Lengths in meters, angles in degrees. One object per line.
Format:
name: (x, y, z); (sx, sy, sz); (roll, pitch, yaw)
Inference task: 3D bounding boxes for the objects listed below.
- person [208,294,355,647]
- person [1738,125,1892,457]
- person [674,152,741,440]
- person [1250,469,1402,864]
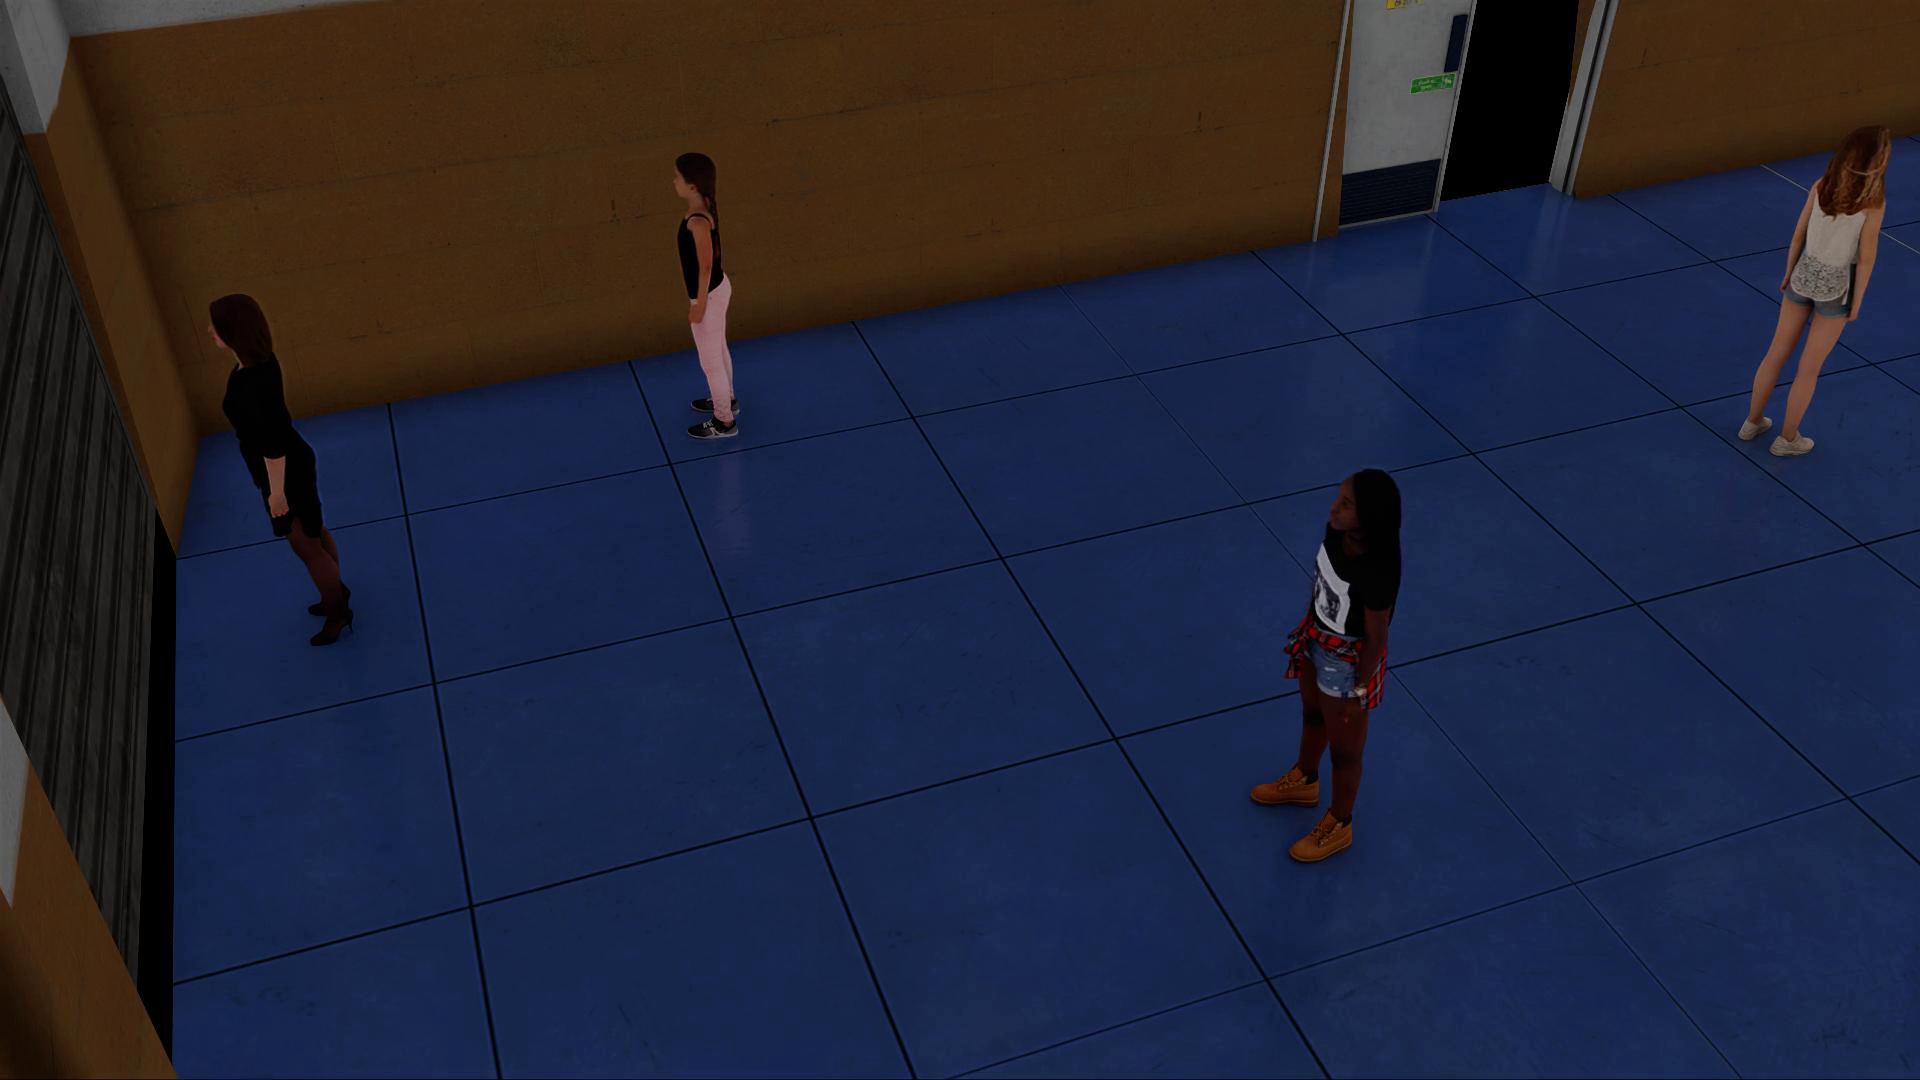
person: (-2.874, -0.284, 7.092); (0.653, 1.705, 0.437); (-10, 38, -14)
person: (4.289, -1.231, 8.324); (0.669, 1.759, 0.507); (-19, 41, -24)
person: (-1.295, -1.251, 8.512); (0.654, 1.565, 0.542); (0, 37, 0)
person: (1.396, 0.454, 6.105); (0.694, 1.728, 0.556); (-8, 38, -11)
